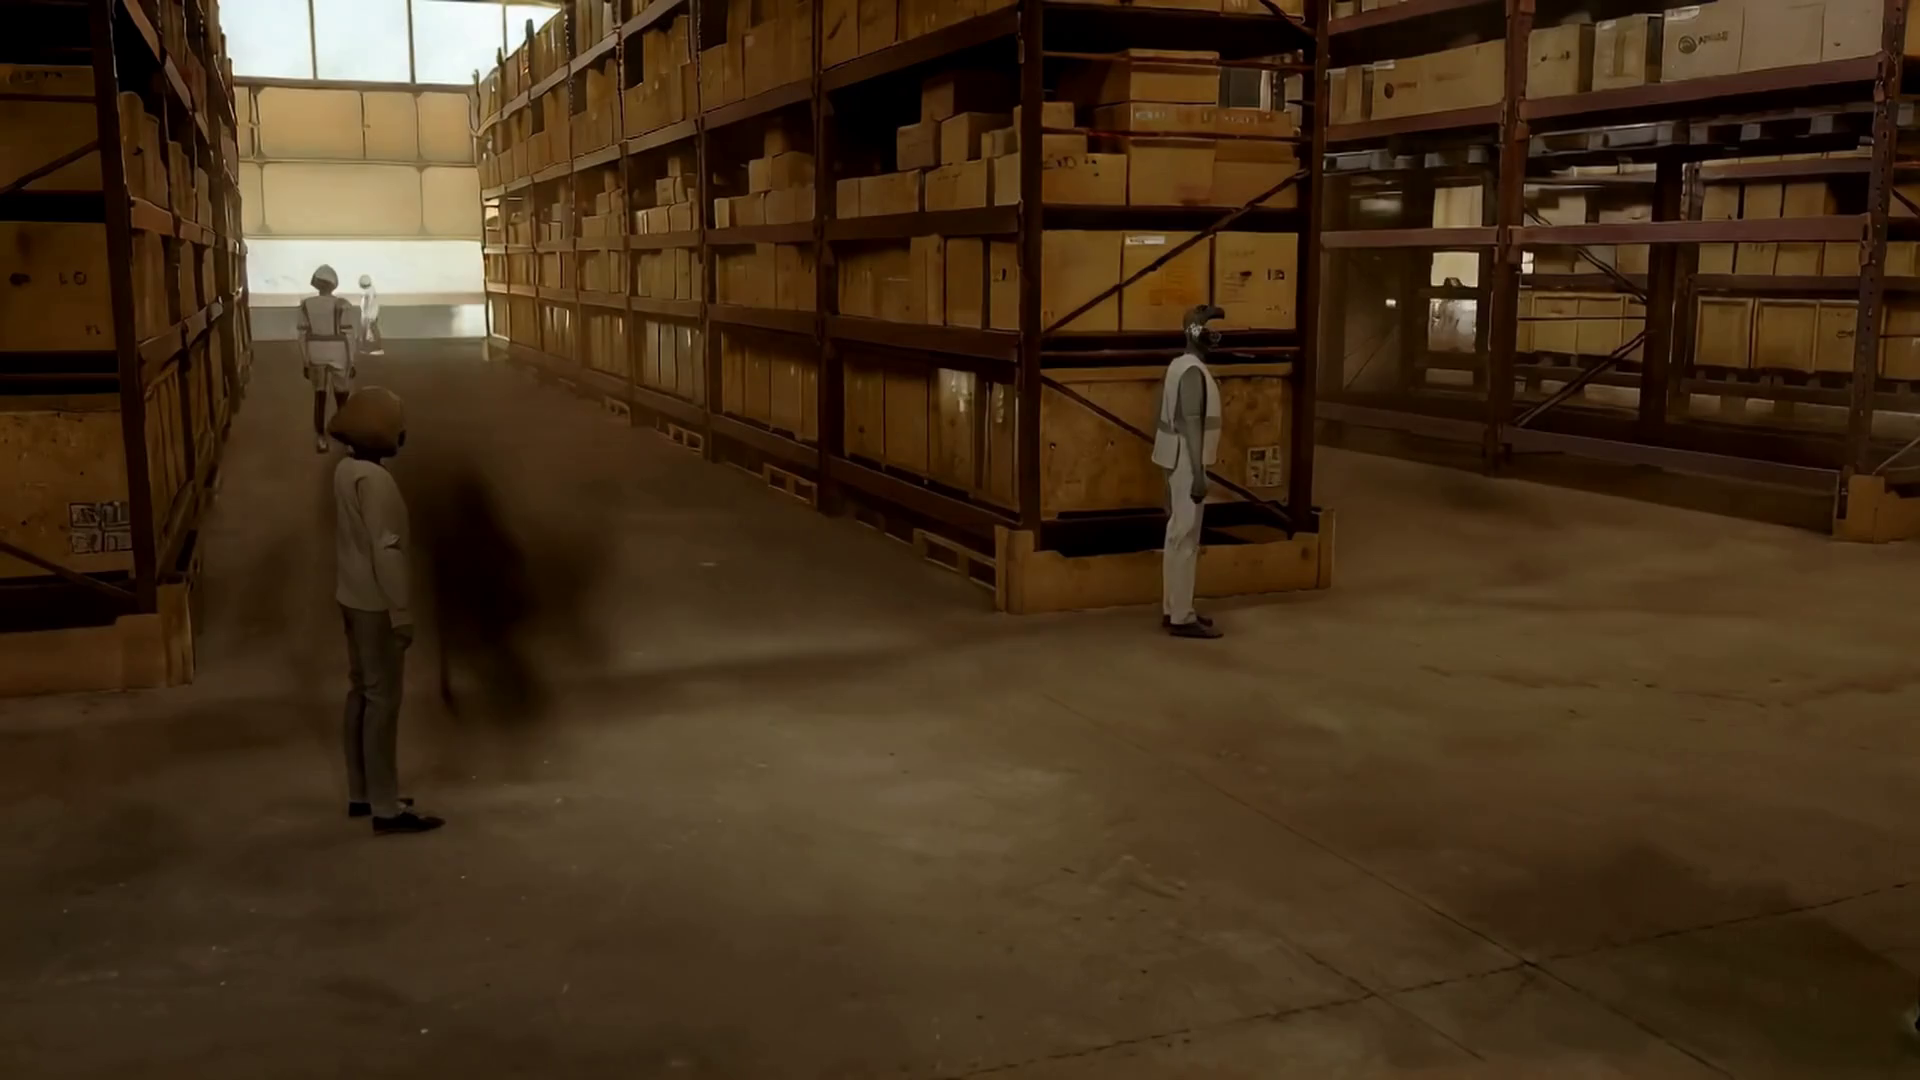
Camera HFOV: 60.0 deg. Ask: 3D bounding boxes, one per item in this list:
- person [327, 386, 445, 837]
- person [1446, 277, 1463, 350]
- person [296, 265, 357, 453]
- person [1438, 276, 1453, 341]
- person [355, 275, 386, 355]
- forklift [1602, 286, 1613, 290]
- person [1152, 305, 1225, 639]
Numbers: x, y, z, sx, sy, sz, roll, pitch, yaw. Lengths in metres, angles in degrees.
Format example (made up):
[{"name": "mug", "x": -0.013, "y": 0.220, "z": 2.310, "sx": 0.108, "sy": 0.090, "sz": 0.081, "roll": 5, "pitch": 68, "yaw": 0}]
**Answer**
[{"name": "person", "x": -2.117, "y": 0.255, "z": 6.061, "sx": 0.278, "sy": 1.633, "sz": 0.498, "roll": -7, "pitch": 12, "yaw": -36}, {"name": "person", "x": 11.712, "y": -5.358, "z": 39.379, "sx": 0.395, "sy": 1.731, "sz": 0.571, "roll": 3, "pitch": 10, "yaw": 15}, {"name": "person", "x": -6.895, "y": -1.970, "z": 18.162, "sx": 0.609, "sy": 2.044, "sz": 0.394, "roll": 0, "pitch": 9, "yaw": -2}, {"name": "person", "x": 12.823, "y": -6.079, "z": 43.738, "sx": 0.395, "sy": 1.723, "sz": 0.550, "roll": 4, "pitch": 10, "yaw": 24}, {"name": "person", "x": -13.262, "y": -4.995, "z": 37.030, "sx": 0.869, "sy": 1.792, "sz": 0.594, "roll": -5, "pitch": 10, "yaw": -25}, {"name": "forklift", "x": 11.916, "y": -4.330, "z": 29.799, "sx": 1.129, "sy": 2.768, "sz": 1.873, "roll": -4, "pitch": 10, "yaw": -22}, {"name": "person", "x": 1.273, "y": -0.384, "z": 9.273, "sx": 0.396, "sy": 1.840, "sz": 0.564, "roll": 0, "pitch": 9, "yaw": 2}]
